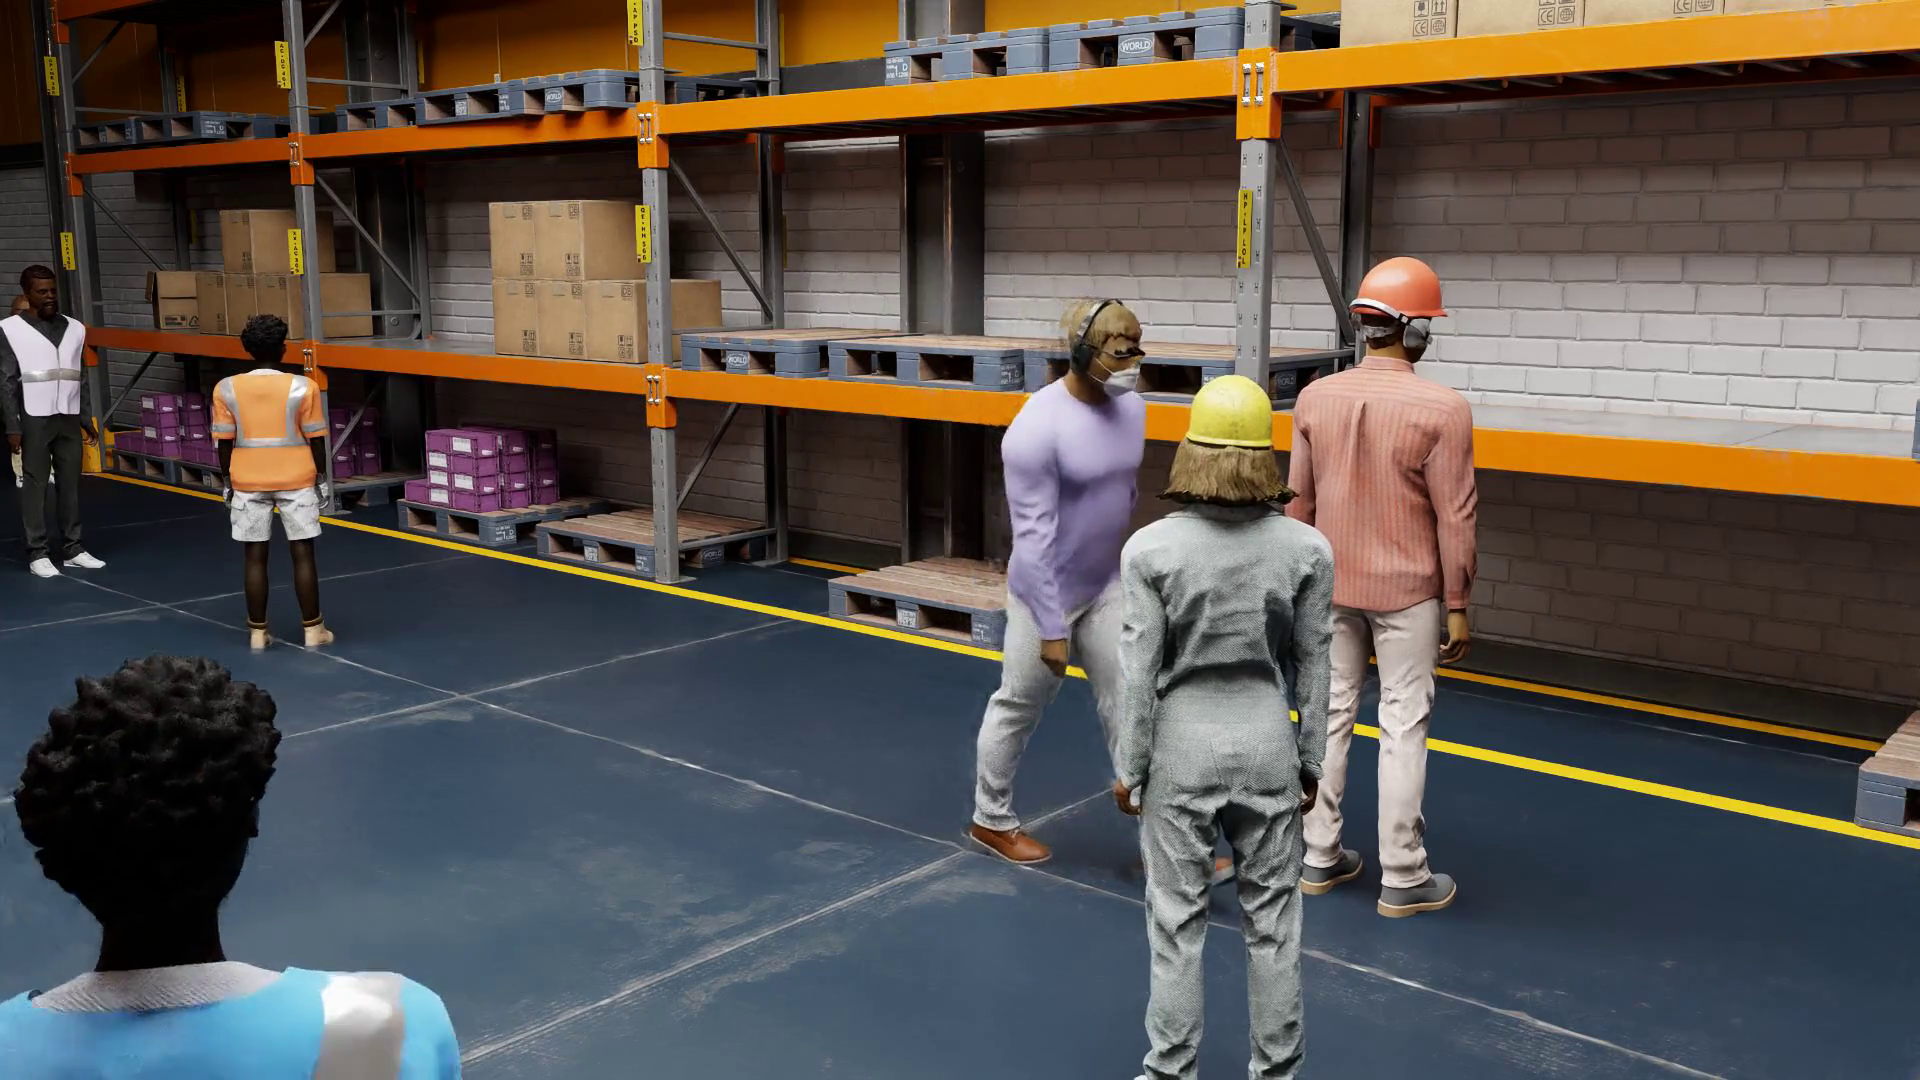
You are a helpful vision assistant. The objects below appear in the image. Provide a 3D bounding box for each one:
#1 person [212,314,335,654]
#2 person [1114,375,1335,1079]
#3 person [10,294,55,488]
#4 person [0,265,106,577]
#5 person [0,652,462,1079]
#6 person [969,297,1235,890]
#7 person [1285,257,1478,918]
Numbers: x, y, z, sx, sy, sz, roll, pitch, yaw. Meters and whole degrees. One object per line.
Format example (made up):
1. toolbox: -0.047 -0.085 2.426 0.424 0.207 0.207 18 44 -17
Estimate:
1. person: -3.427 -0.276 8.323 0.540 1.697 0.317 -2 10 -10
2. person: 0.590 0.498 3.791 0.494 1.743 0.302 -1 10 -5
3. person: -7.892 -1.266 14.148 0.280 1.631 0.504 9 13 42
4. person: -5.670 -0.741 10.346 0.382 1.918 0.596 5 11 25
5. person: -0.703 0.939 1.538 0.530 1.662 0.838 -2 10 -9
6. person: 0.393 0.194 5.164 0.666 1.873 1.064 -10 14 -43
7. person: 1.289 0.145 5.086 0.388 1.992 0.625 -10 14 -44
